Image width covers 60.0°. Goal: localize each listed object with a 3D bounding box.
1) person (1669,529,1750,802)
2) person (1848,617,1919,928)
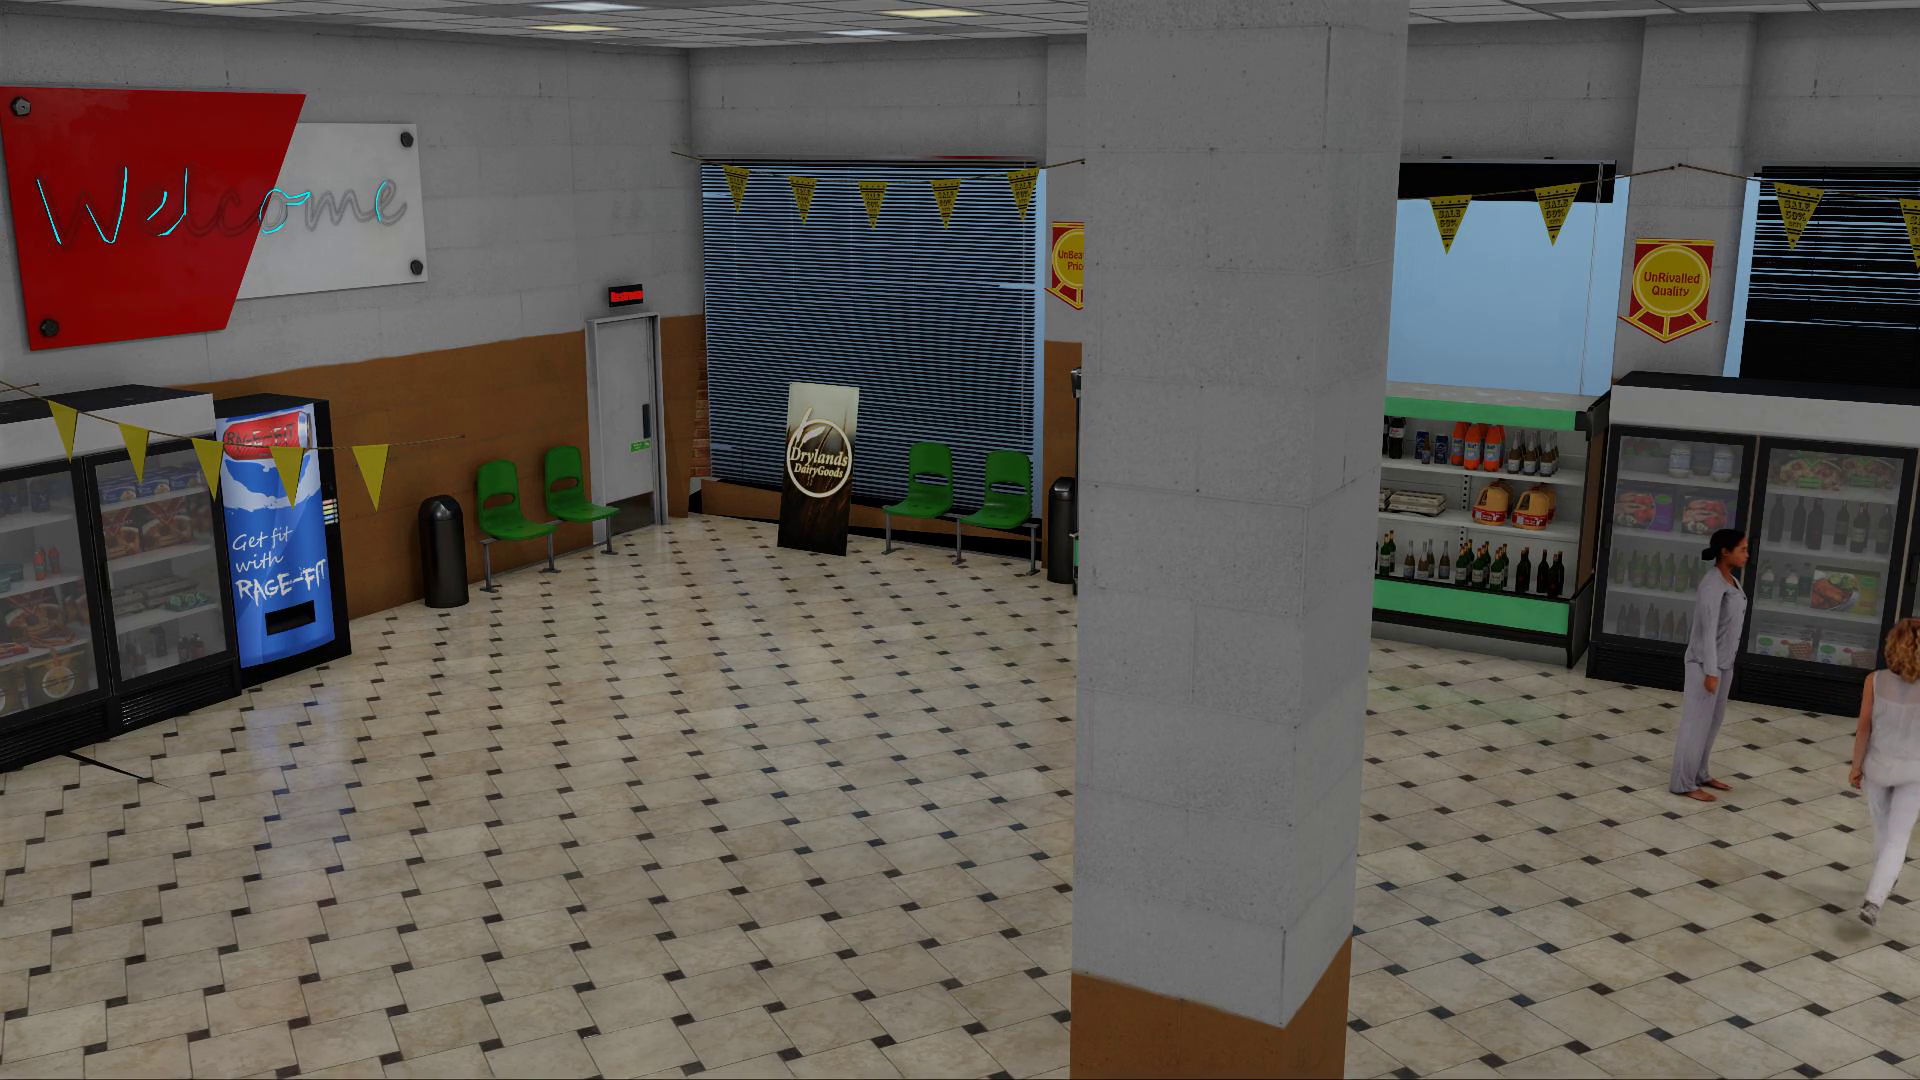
[{"bbox_3d":[4.756,0.769,10.553,0.601,1.733,0.662,11,18,38],"label":"person"},{"bbox_3d":[4.931,1.245,8.788,1.064,1.640,0.812,12,18,41],"label":"person"}]
